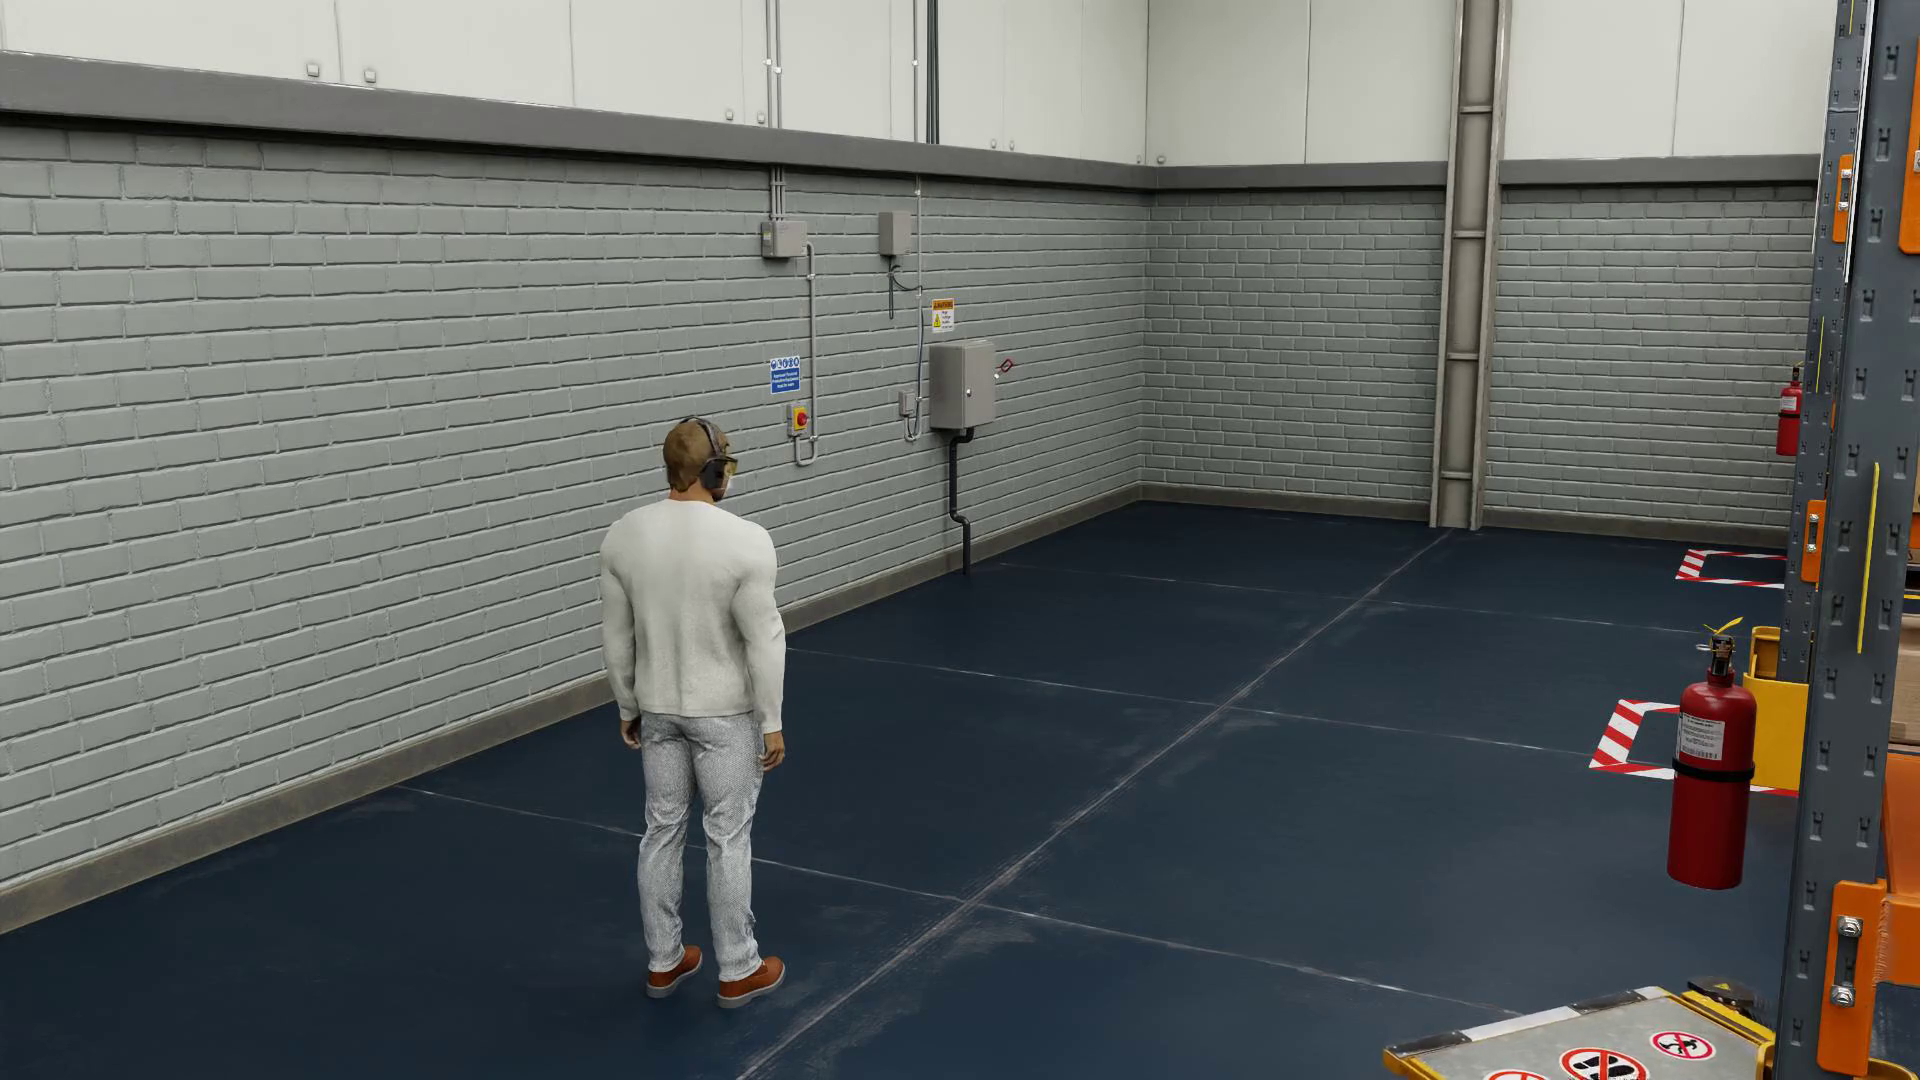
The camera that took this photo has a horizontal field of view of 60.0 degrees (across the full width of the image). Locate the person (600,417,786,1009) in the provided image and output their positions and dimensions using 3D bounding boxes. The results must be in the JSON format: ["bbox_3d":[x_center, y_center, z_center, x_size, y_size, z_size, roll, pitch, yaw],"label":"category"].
[{"bbox_3d":[-0.856,0.566,5.438,0.635,1.936,0.352,4,11,21],"label":"person"}]

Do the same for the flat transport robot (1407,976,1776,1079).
[{"bbox_3d":[1.851,1.544,4.655,1.431,0.197,0.652,-4,11,-23],"label":"flat transport robot"}]
